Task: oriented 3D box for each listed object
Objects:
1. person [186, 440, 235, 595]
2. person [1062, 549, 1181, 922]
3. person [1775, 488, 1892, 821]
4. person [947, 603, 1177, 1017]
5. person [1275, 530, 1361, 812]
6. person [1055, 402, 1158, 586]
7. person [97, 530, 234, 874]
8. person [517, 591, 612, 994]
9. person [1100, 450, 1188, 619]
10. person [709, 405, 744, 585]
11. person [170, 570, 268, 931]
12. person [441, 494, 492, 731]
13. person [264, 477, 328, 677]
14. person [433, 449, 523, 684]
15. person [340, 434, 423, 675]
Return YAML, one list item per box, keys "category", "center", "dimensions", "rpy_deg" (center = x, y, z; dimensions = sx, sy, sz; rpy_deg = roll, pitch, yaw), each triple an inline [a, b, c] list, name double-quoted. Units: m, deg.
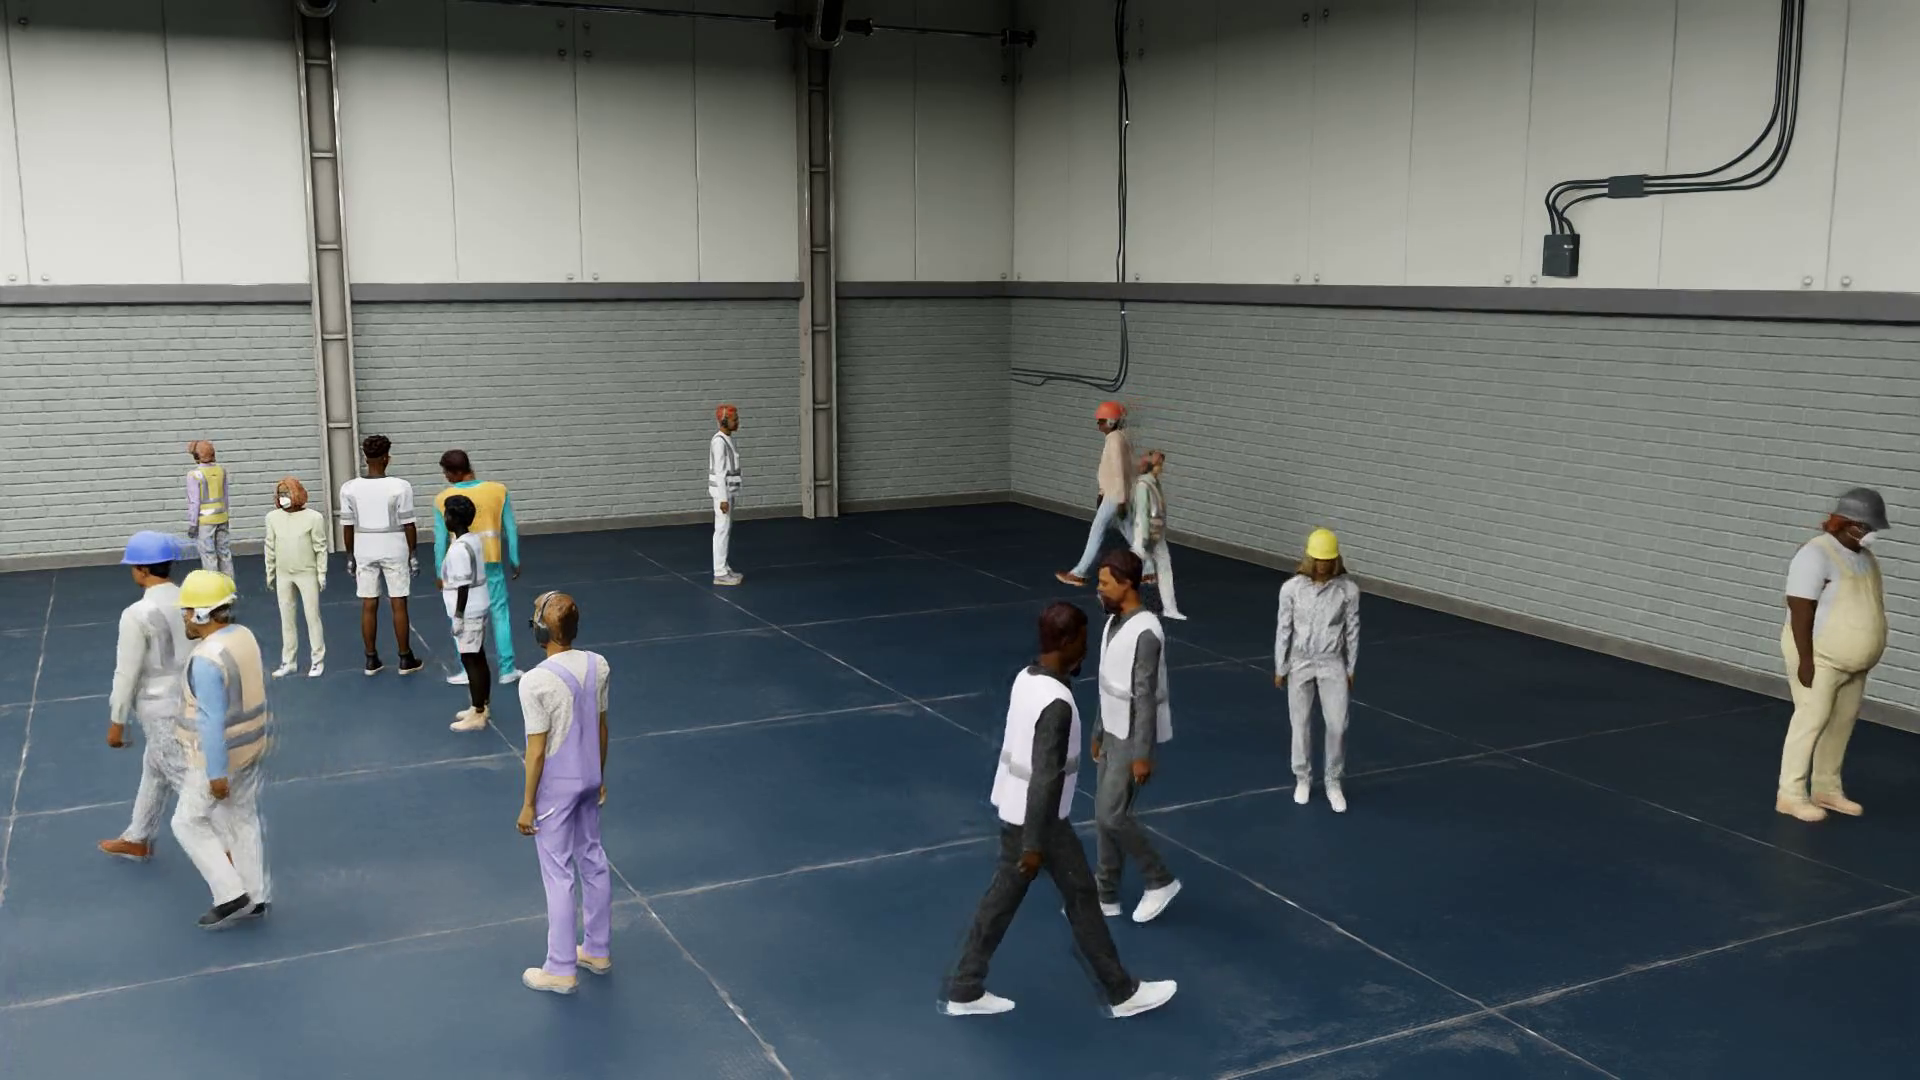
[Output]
- category: "person"
  center: [-7.334, -0.160, 16.255]
  dimensions: [0.311, 1.636, 0.523]
  rpy_deg: [3, 10, 16]
- category: "person"
  center: [0.794, 0.992, 8.325]
  dimensions: [0.520, 1.902, 0.626]
  rpy_deg: [-1, 9, -9]
- category: "person"
  center: [5.246, 0.664, 9.935]
  dimensions: [0.703, 2.000, 0.536]
  rpy_deg: [-5, 11, -30]
- category: "person"
  center: [0.408, 1.191, 7.265]
  dimensions: [1.013, 1.851, 0.617]
  rpy_deg: [-2, 9, -11]
- category: "person"
  center: [2.169, 0.794, 10.122]
  dimensions: [0.504, 1.727, 0.565]
  rpy_deg: [2, 9, 12]
- category: "person"
  center: [1.576, -0.468, 17.250]
  dimensions: [1.072, 1.935, 0.643]
  rpy_deg: [1, 9, 8]
- category: "person"
  center: [-4.310, 0.887, 9.030]
  dimensions: [1.008, 1.898, 0.616]
  rpy_deg: [1, 9, 9]
- category: "person"
  center: [-1.810, 1.141, 7.603]
  dimensions: [0.342, 1.846, 0.509]
  rpy_deg: [5, 11, 30]
- category: "person"
  center: [1.739, -0.055, 15.717]
  dimensions: [0.809, 1.613, 0.517]
  rpy_deg: [5, 11, 29]
- category: "person"
  center: [-2.457, -0.477, 17.451]
  dimensions: [0.338, 1.882, 0.582]
  rpy_deg: [0, 9, -1]
- category: "person"
  center: [-3.684, 1.044, 8.287]
  dimensions: [0.434, 1.812, 0.596]
  rpy_deg: [0, 9, 2]
- category: "person"
  center: [-3.536, 0.515, 11.912]
  dimensions: [0.317, 1.695, 0.540]
  rpy_deg: [-1, 9, -5]
- category: "person"
  center: [-5.360, 0.300, 13.433]
  dimensions: [0.508, 1.632, 0.264]
  rpy_deg: [1, 9, 5]
- category: "person"
  center: [-3.814, 0.218, 13.198]
  dimensions: [0.662, 1.881, 0.394]
  rpy_deg: [-6, 11, -31]
- category: "person"
  center: [-4.690, 0.122, 13.504]
  dimensions: [0.600, 1.967, 0.368]
  rpy_deg: [0, 9, 0]
